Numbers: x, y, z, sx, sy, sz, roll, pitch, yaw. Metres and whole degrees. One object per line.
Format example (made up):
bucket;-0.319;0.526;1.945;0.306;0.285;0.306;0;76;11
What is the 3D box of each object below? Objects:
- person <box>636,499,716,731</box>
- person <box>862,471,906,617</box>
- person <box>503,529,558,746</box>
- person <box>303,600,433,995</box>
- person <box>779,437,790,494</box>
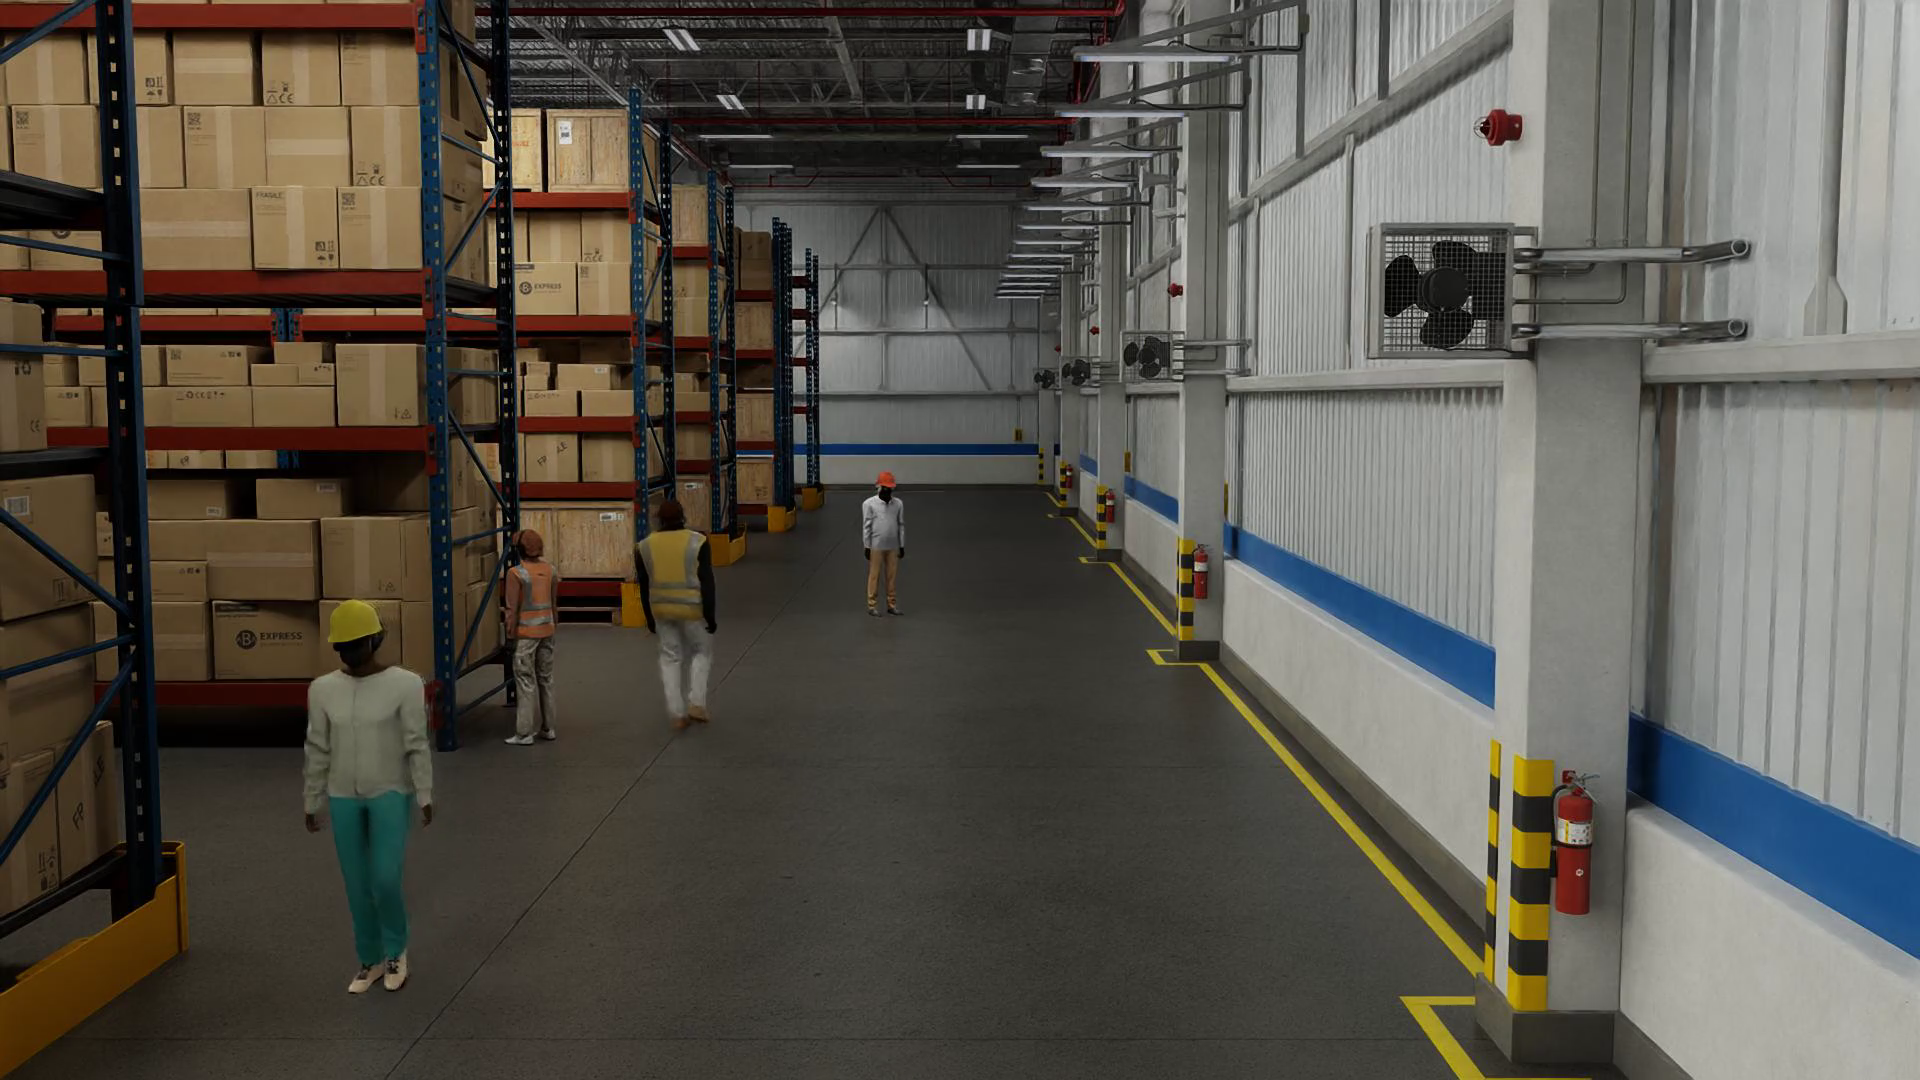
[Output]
person;-2.220;0.589;13.159;0.650;1.820;0.477;1;5;11
person;-0.894;0.050;19.867;0.567;1.744;0.351;-3;6;-31
person;-3.236;0.732;12.579;0.319;1.631;0.523;3;6;28
person;-2.602;1.129;7.276;0.548;1.745;0.426;0;5;2
person;-4.021;-1.480;37.767;0.329;1.734;0.506;0;5;0
